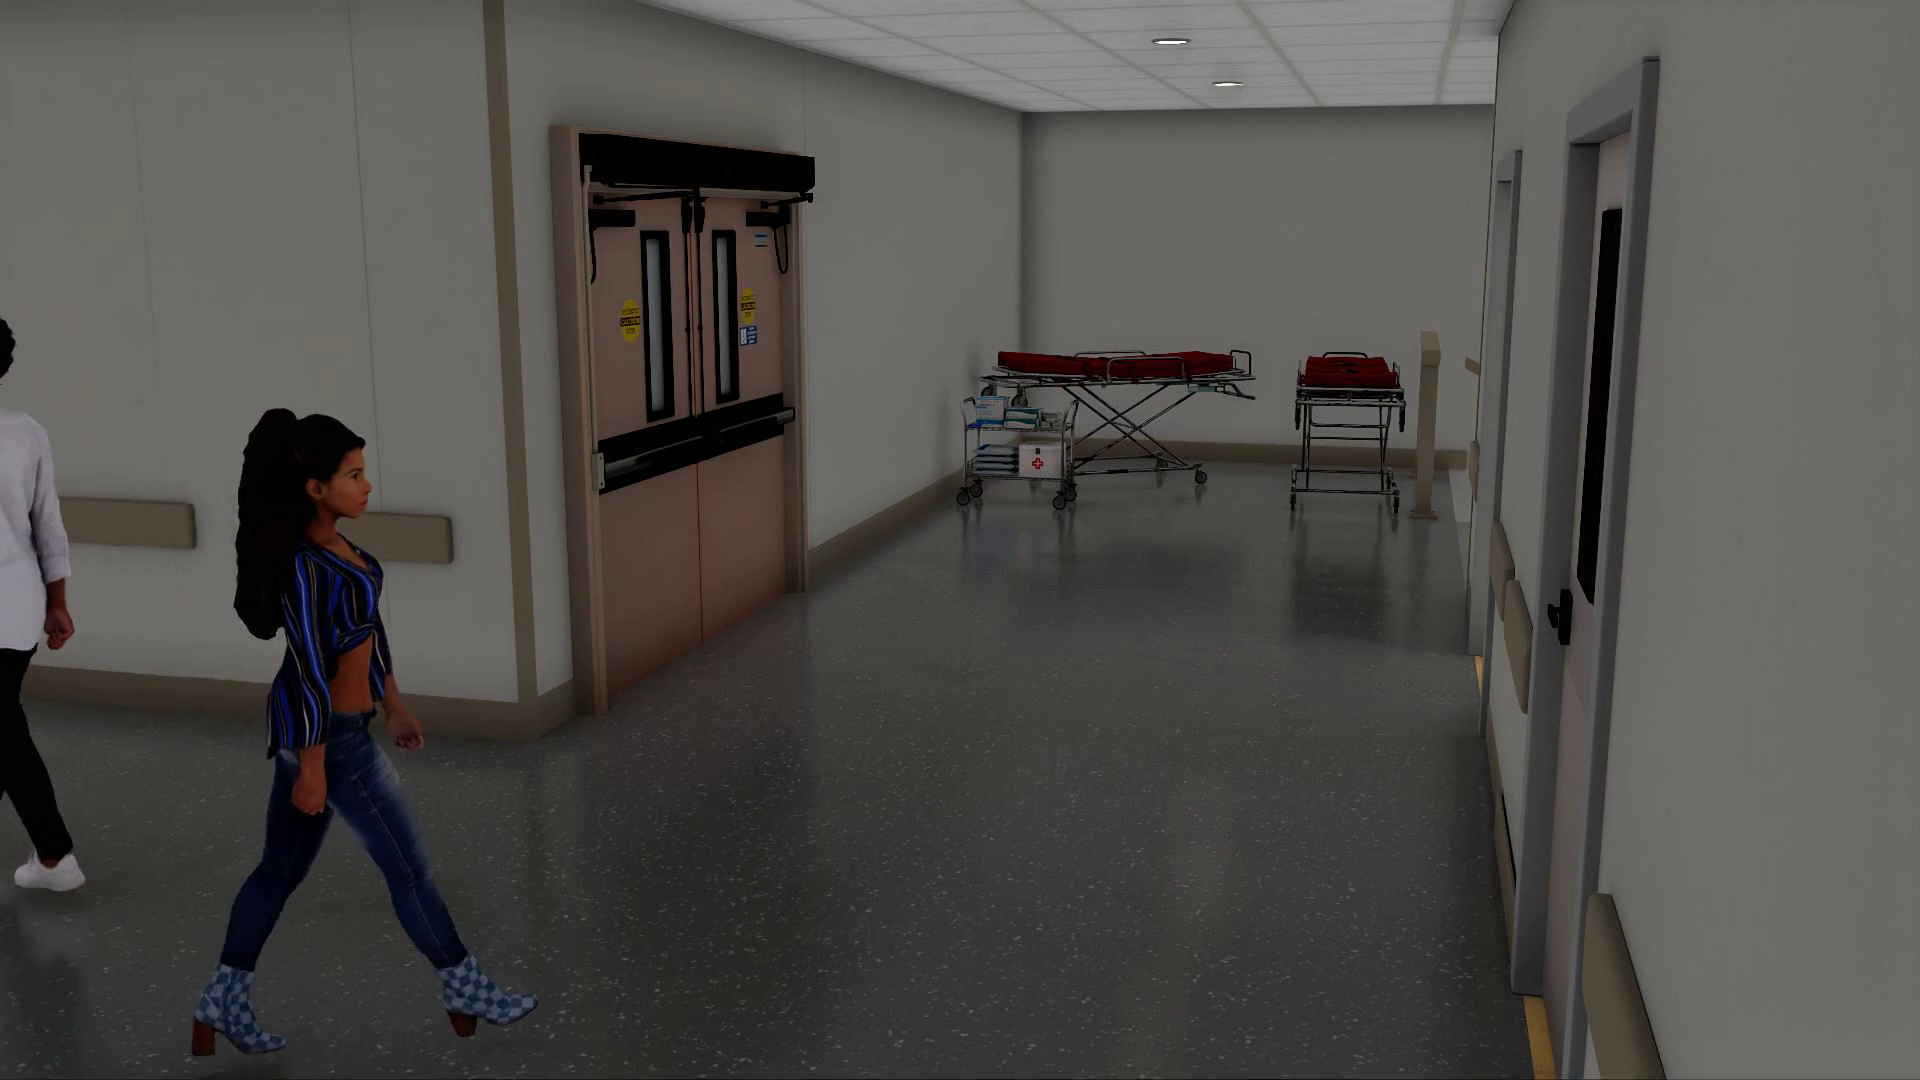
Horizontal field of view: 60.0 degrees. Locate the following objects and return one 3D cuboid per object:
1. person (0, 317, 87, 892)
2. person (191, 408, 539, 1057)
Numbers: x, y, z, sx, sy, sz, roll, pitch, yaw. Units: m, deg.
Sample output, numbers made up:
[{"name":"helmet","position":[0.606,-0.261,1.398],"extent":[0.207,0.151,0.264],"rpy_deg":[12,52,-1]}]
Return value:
[{"name":"person","position":[-2.895,0.218,4.994],"extent":[0.926,1.763,1.128],"rpy_deg":[7,13,32]},{"name":"person","position":[-1.576,0.511,3.946],"extent":[1.032,1.577,1.061],"rpy_deg":[-4,11,-19]}]
